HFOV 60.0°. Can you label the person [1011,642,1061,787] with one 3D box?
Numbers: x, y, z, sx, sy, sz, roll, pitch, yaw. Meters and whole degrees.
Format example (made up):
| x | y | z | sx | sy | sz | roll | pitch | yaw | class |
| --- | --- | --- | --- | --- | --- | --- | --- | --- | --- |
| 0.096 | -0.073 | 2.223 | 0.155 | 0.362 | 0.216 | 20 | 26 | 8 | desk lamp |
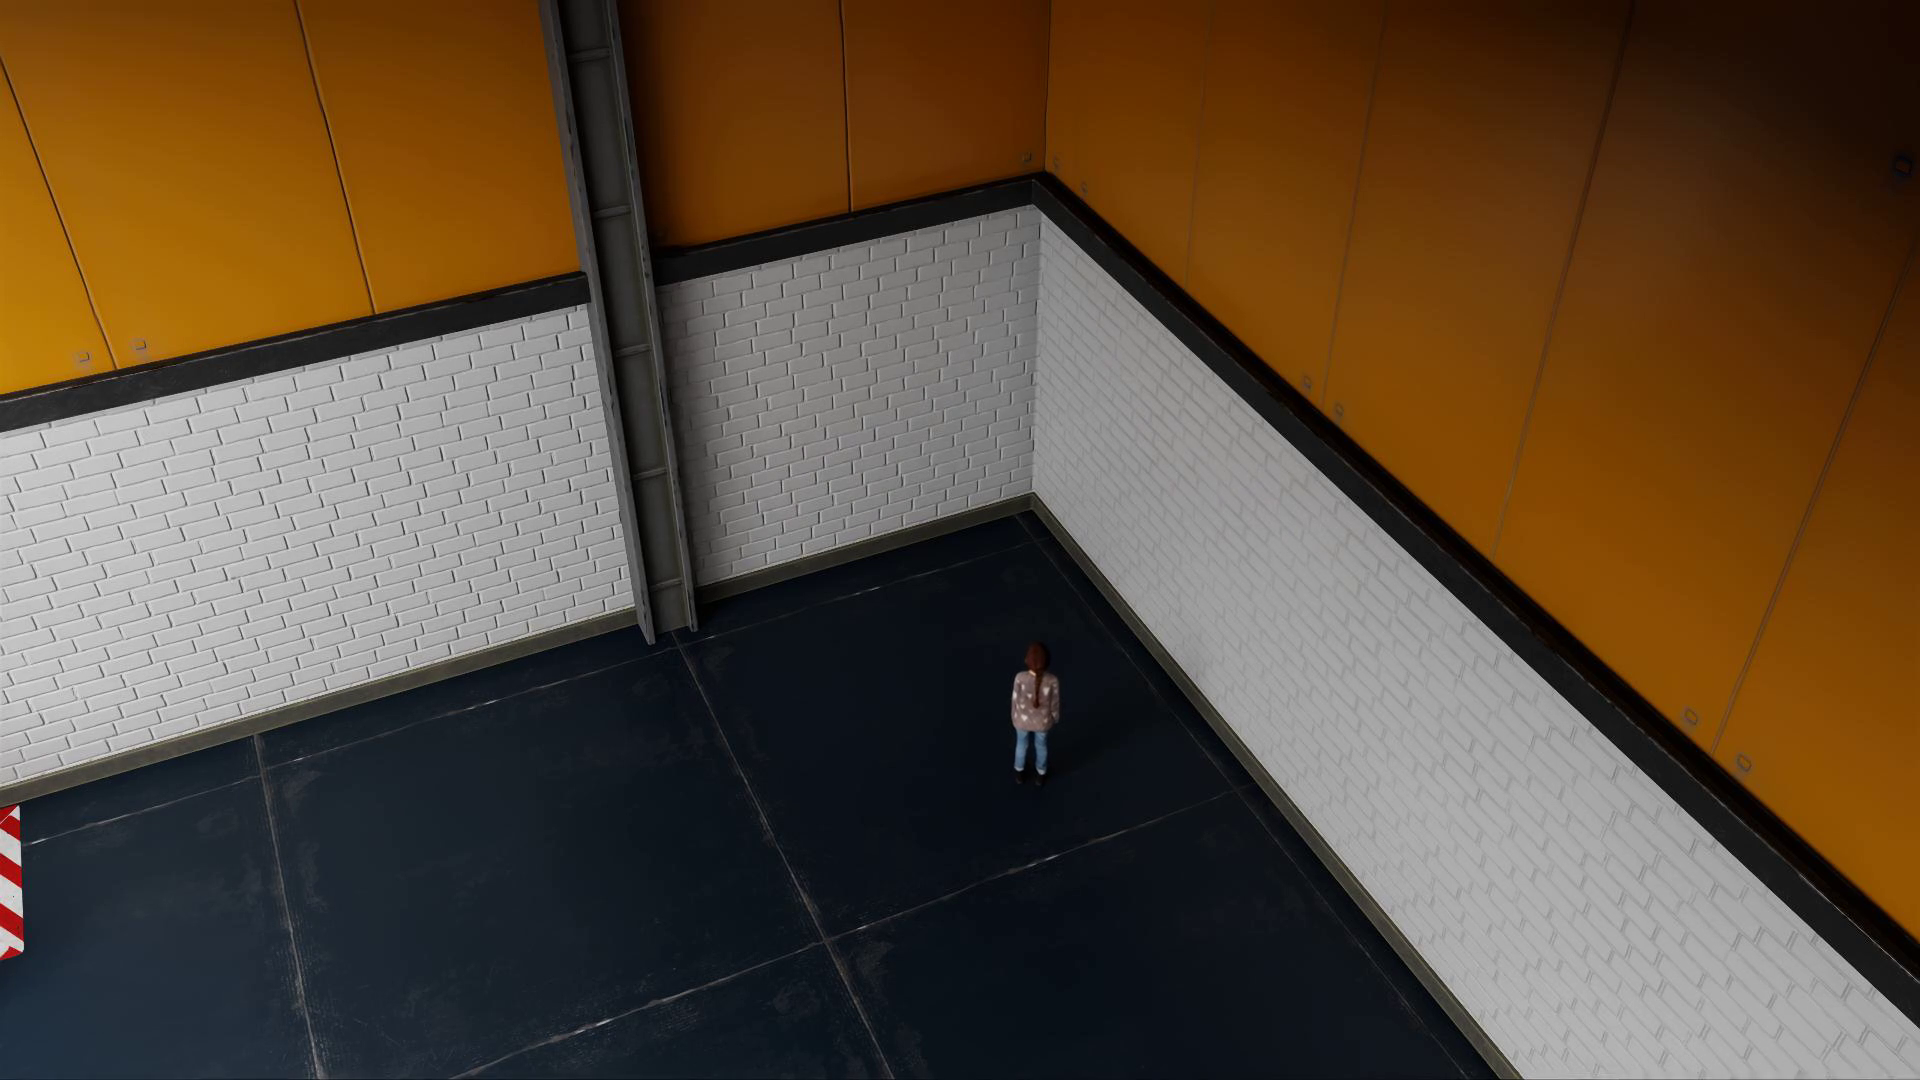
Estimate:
| x | y | z | sx | sy | sz | roll | pitch | yaw | class |
| --- | --- | --- | --- | --- | --- | --- | --- | --- | --- |
| 0.488 | 1.169 | 11.045 | 0.513 | 1.194 | 0.602 | 2 | 39 | 2 | person |
